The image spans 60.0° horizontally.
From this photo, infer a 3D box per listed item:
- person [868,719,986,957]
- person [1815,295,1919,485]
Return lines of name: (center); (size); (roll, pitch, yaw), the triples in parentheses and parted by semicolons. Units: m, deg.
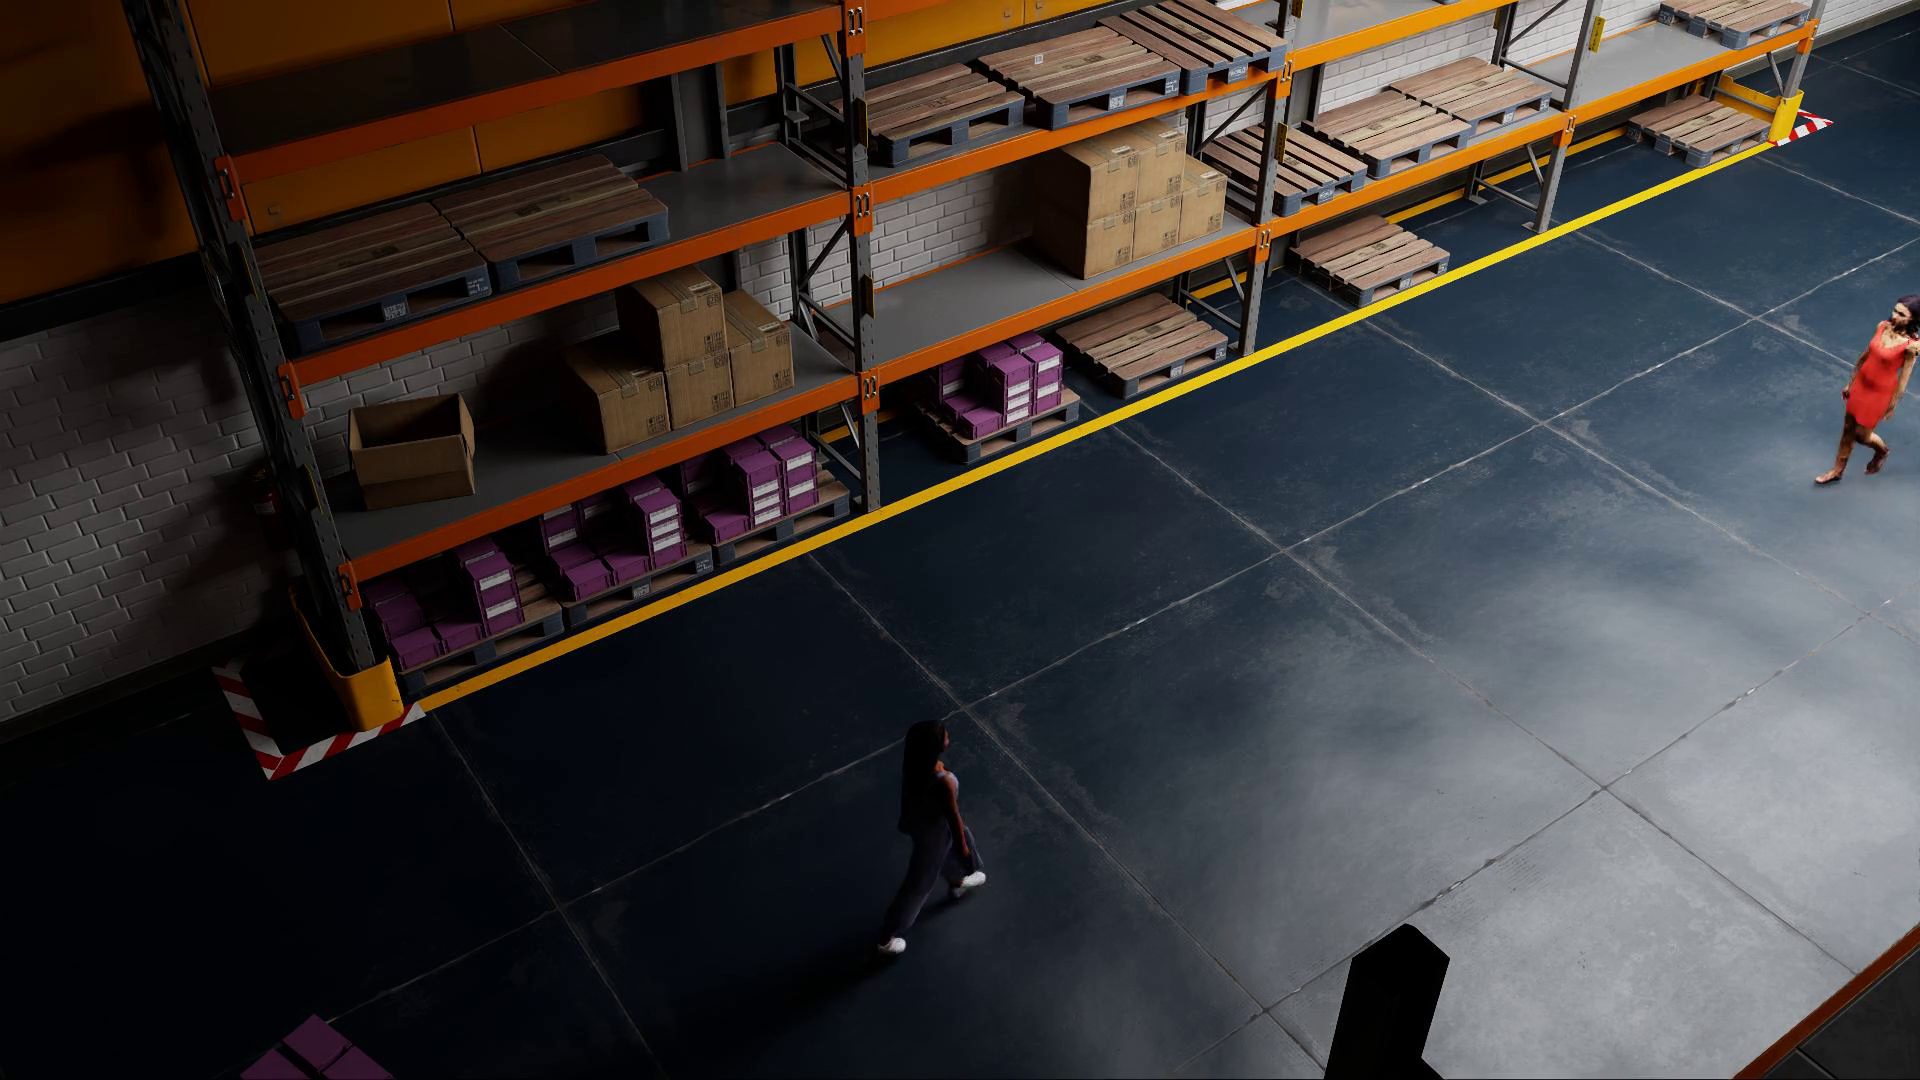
person: (-0.244, 1.699, 9.420); (1.117, 1.654, 0.575); (-24, 44, -27)
person: (7.183, -1.166, 12.965); (0.883, 1.708, 0.725); (-11, 40, -14)
